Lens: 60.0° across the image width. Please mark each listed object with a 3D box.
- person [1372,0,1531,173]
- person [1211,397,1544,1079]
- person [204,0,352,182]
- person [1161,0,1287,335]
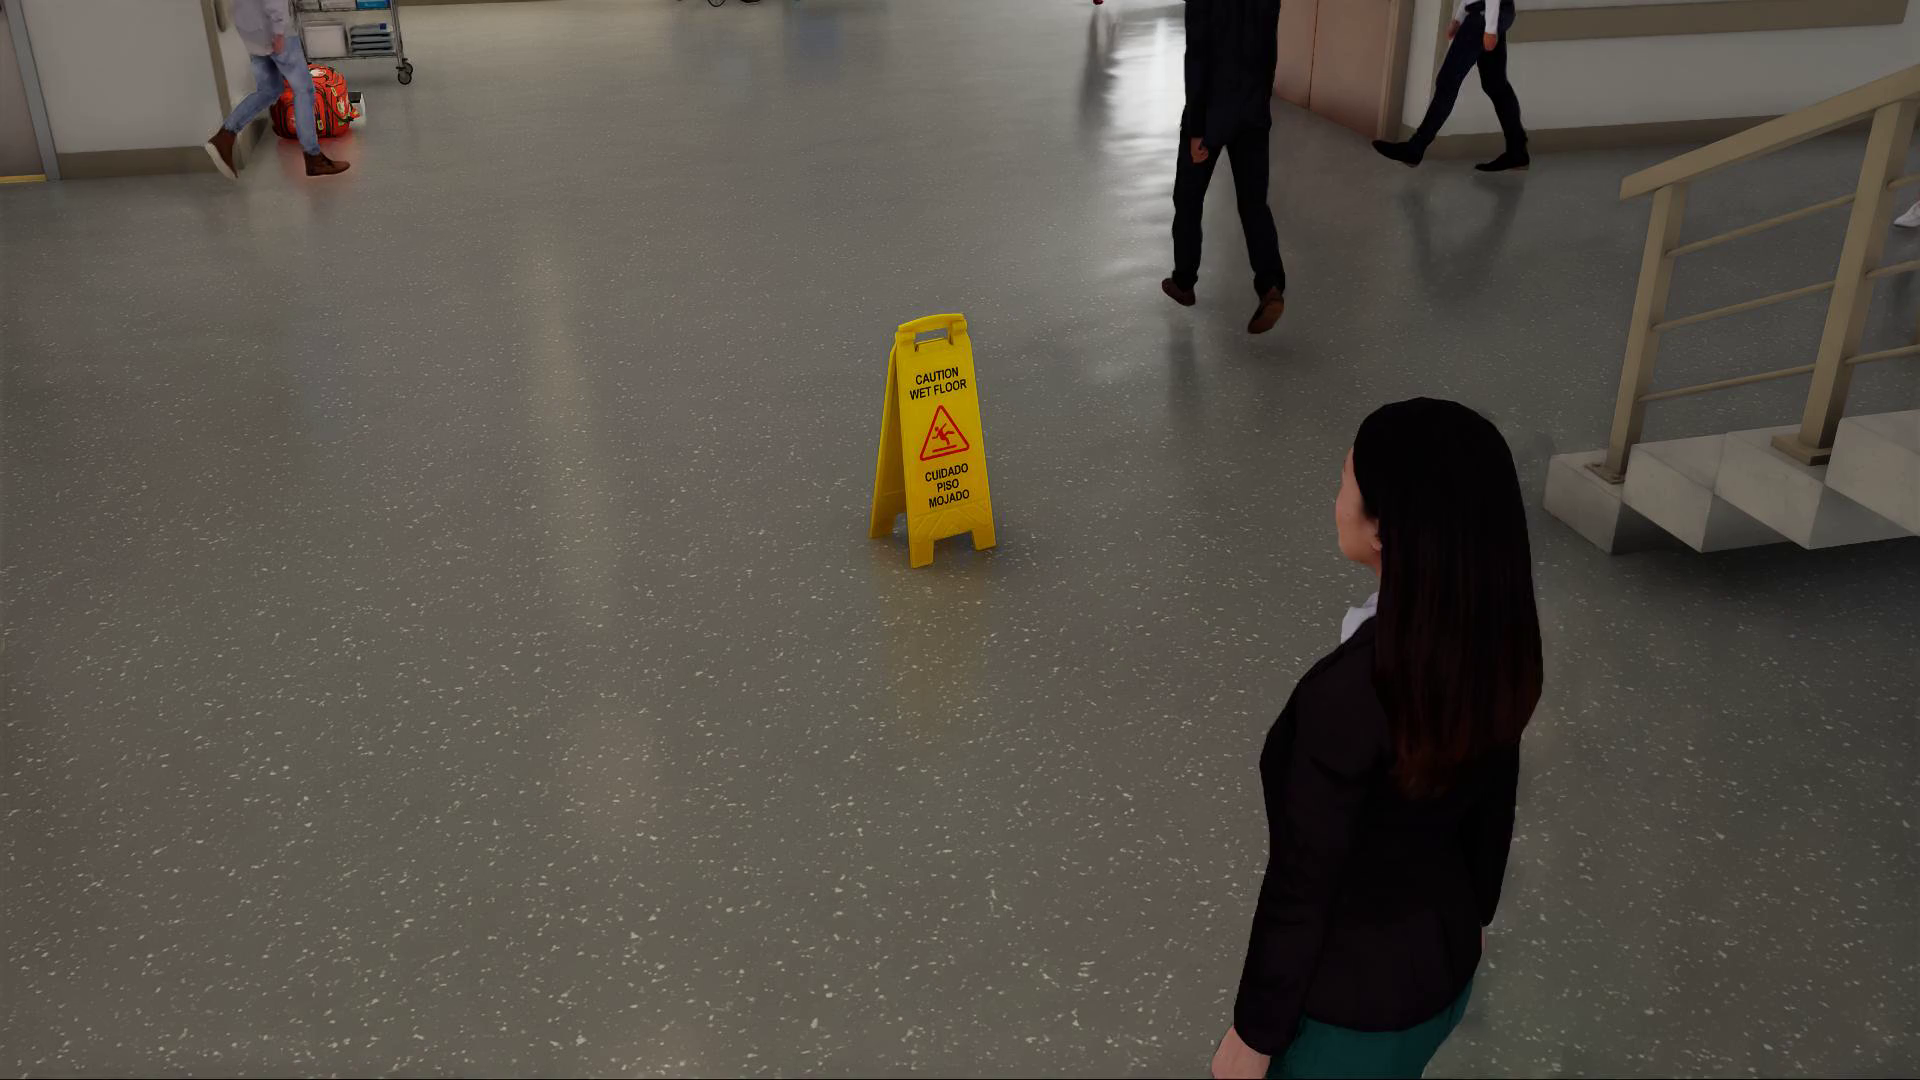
[{"bbox_3d":[3.218,-3.059,9.842,1.134,1.816,1.188,8,27,16],"label":"person"},{"bbox_3d":[0.612,0.653,2.243,0.889,1.729,0.808,21,33,37],"label":"person"},{"bbox_3d":[-4.107,-2.966,9.656,1.111,1.810,1.094,22,33,37],"label":"person"},{"bbox_3d":[1.198,-1.788,7.193,0.630,1.827,1.207,-7,27,-14],"label":"person"}]
